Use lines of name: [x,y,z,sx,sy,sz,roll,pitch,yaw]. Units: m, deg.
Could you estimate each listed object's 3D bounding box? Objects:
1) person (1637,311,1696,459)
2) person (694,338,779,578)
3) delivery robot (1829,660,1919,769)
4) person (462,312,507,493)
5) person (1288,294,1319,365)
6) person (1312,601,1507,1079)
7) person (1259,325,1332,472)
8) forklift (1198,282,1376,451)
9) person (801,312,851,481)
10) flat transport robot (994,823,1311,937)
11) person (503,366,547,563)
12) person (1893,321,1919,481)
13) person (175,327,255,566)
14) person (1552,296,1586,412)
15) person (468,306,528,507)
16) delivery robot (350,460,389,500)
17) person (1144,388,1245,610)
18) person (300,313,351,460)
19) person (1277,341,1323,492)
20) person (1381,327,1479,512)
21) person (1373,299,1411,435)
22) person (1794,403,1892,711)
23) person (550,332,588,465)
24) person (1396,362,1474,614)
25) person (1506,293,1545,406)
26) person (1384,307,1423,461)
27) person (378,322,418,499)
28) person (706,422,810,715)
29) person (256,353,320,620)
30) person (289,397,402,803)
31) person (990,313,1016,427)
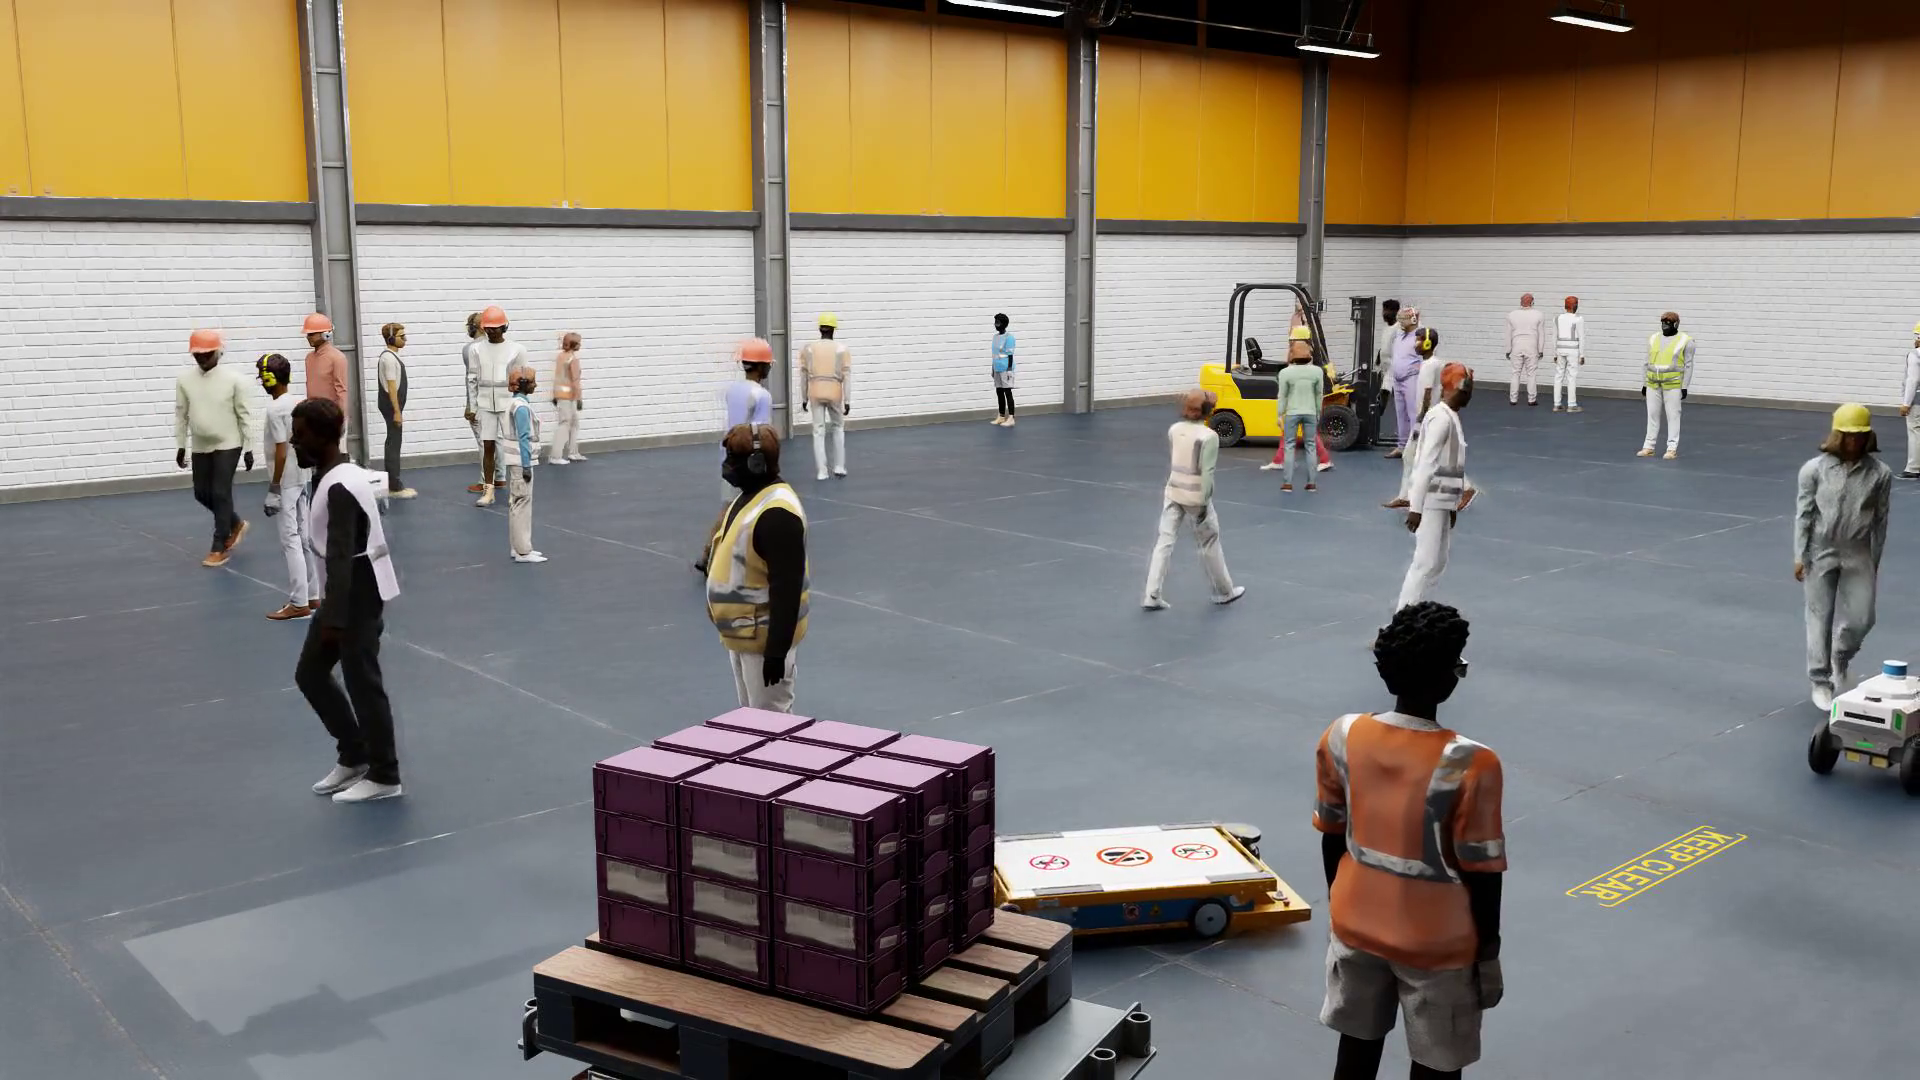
person: [8.849,-1.935,20.872,0.429,1.838,0.621,-8,13,-40]
person: [-1.679,-0.620,12.999,0.940,1.907,0.553,-10,14,-44]
delivery robot: [4.554,0.833,8.133,0.707,0.478,0.477,-9,13,-42]
person: [-5.115,-1.472,17.858,0.376,1.940,0.629,3,10,17]
person: [5.743,-3.190,28.016,0.406,1.904,0.654,-5,11,-28]
person: [1.118,0.990,4.145,0.321,1.697,0.529,-8,13,-40]
person: [4.003,-1.658,19.570,0.818,1.730,0.540,0,10,0]
forklift: [4.328,-2.346,22.227,2.313,2.155,1.214,3,10,16]
person: [-1.517,-1.640,18.967,0.589,1.904,0.721,0,10,2]
flat transport robot: [0.555,1.317,6.404,1.431,0.197,0.652,-2,10,-11]
person: [-3.626,-0.625,13.800,0.311,1.631,0.504,-3,10,-20]
person: [10.873,-1.584,18.818,0.591,1.834,0.404,-4,11,-23]
person: [-6.154,-0.793,13.808,0.646,1.967,0.685,1,10,5]
person: [9.937,-3.030,27.143,0.351,1.882,0.576,-8,12,-38]
person: [-4.672,-1.343,16.825,0.605,2.034,0.390,0,10,0]
delivery robot: [-5.889,-0.530,16.114,0.477,0.478,0.707,5,11,26]
person: [1.666,-0.290,11.950,0.856,1.589,0.519,-8,12,-38]
person: [-6.149,-1.199,16.125,0.614,1.987,0.407,7,12,36]
person: [3.662,-1.330,17.935,0.502,1.630,0.278,-1,10,-4]
person: [4.707,-1.191,16.526,0.865,1.841,0.527,2,10,9]
person: [6.022,-2.426,23.468,0.984,1.917,0.608,-1,10,-3]
person: [4.914,0.093,9.297,0.491,1.729,0.403,2,10,14]
person: [-4.741,-1.720,20.252,0.647,1.603,0.528,-6,12,-33]
person: [3.067,-0.226,10.836,0.438,1.846,0.692,4,11,24]
person: [9.610,-3.236,28.273,0.636,1.911,0.405,5,11,28]
person: [5.540,-1.924,20.600,0.403,1.906,0.651,-3,10,-18]
person: [-5.923,-1.356,17.452,0.350,1.847,0.506,-3,10,-18]
person: [-0.863,0.414,7.095,0.429,1.842,0.636,-3,10,-19]
person: [-4.712,-0.369,11.623,0.327,1.865,0.521,0,10,1]
person: [-2.855,0.293,7.630,0.529,1.899,0.605,-6,11,-29]
person: [0.638,-2.537,24.815,0.319,1.691,0.535,-6,11,-30]
